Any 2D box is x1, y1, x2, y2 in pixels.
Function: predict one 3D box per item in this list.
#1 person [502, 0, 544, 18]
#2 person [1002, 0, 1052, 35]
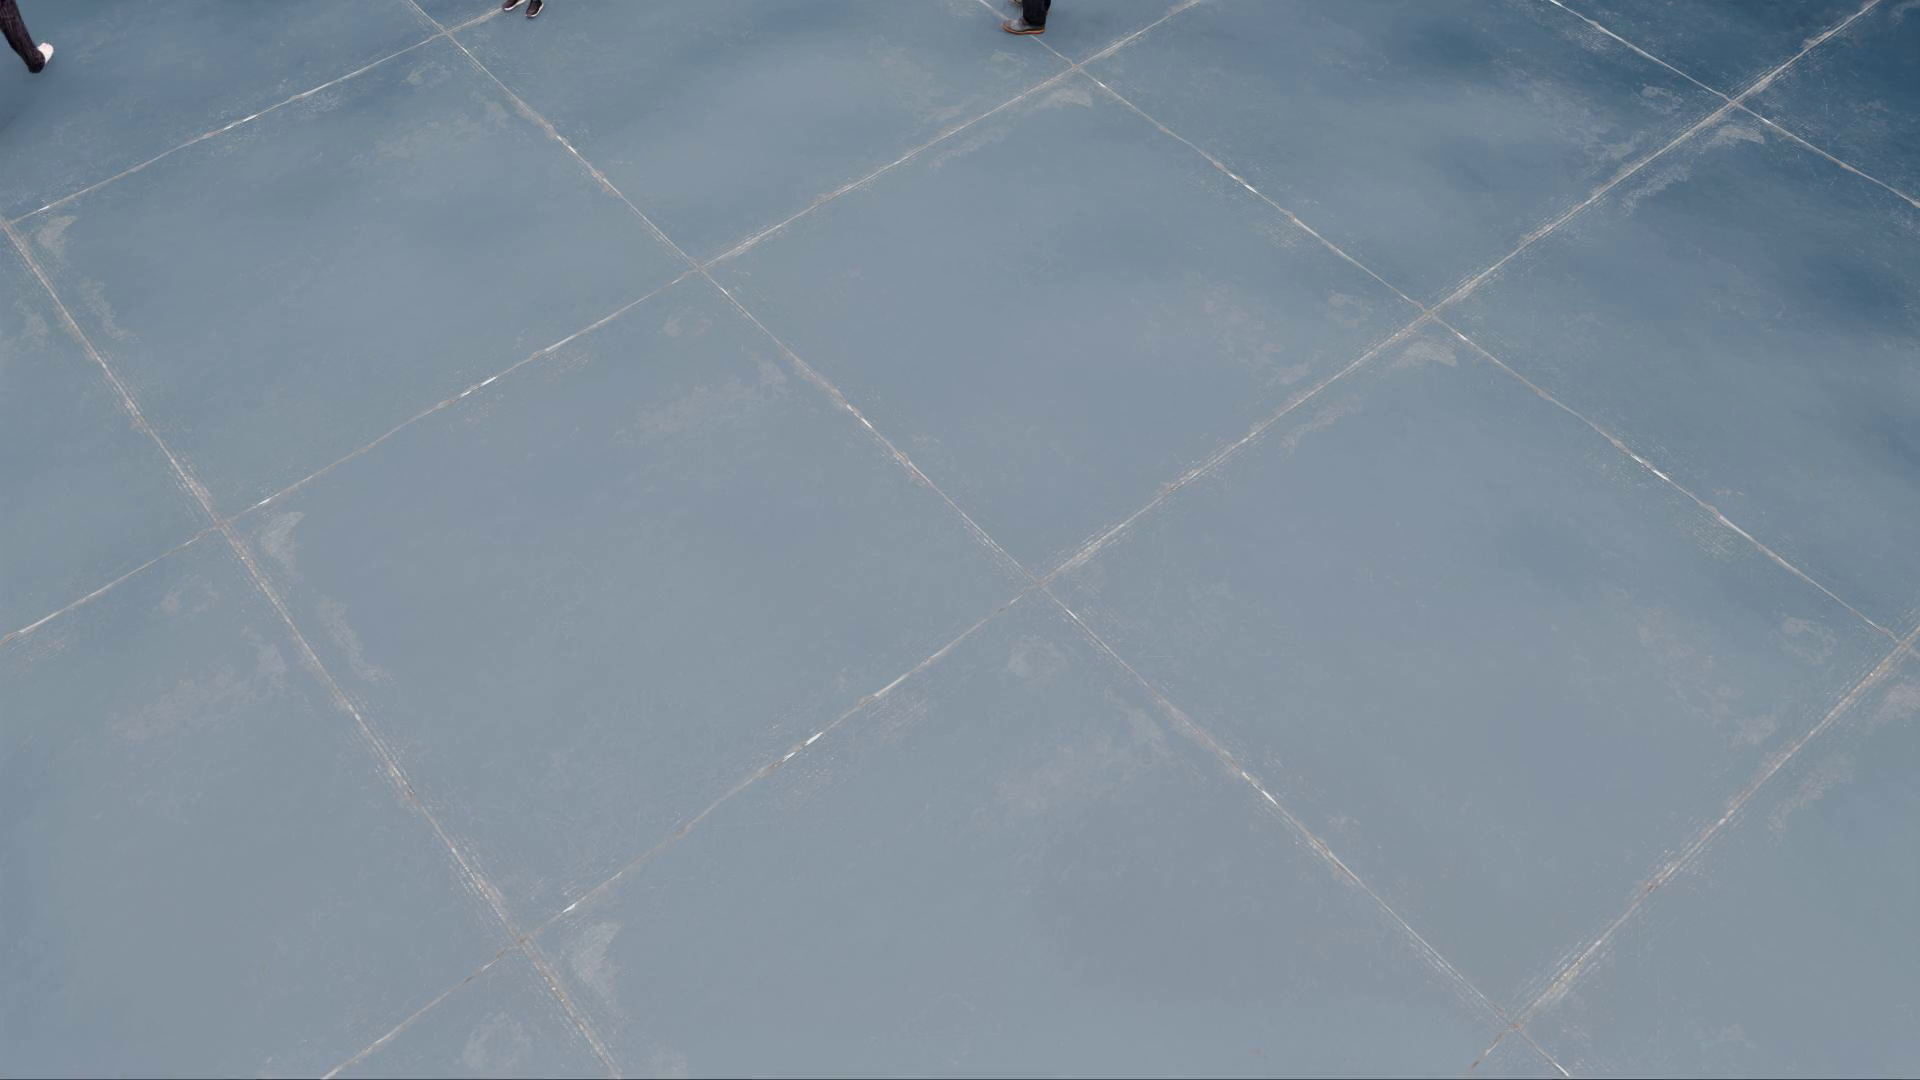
[{"bbox_3d":[-2.957,-3.989,10.928,0.524,1.112,0.573,19,55,14],"label":"person"},{"bbox_3d":[0.472,-4.072,10.547,0.799,1.815,0.697,12,53,9],"label":"person"}]
